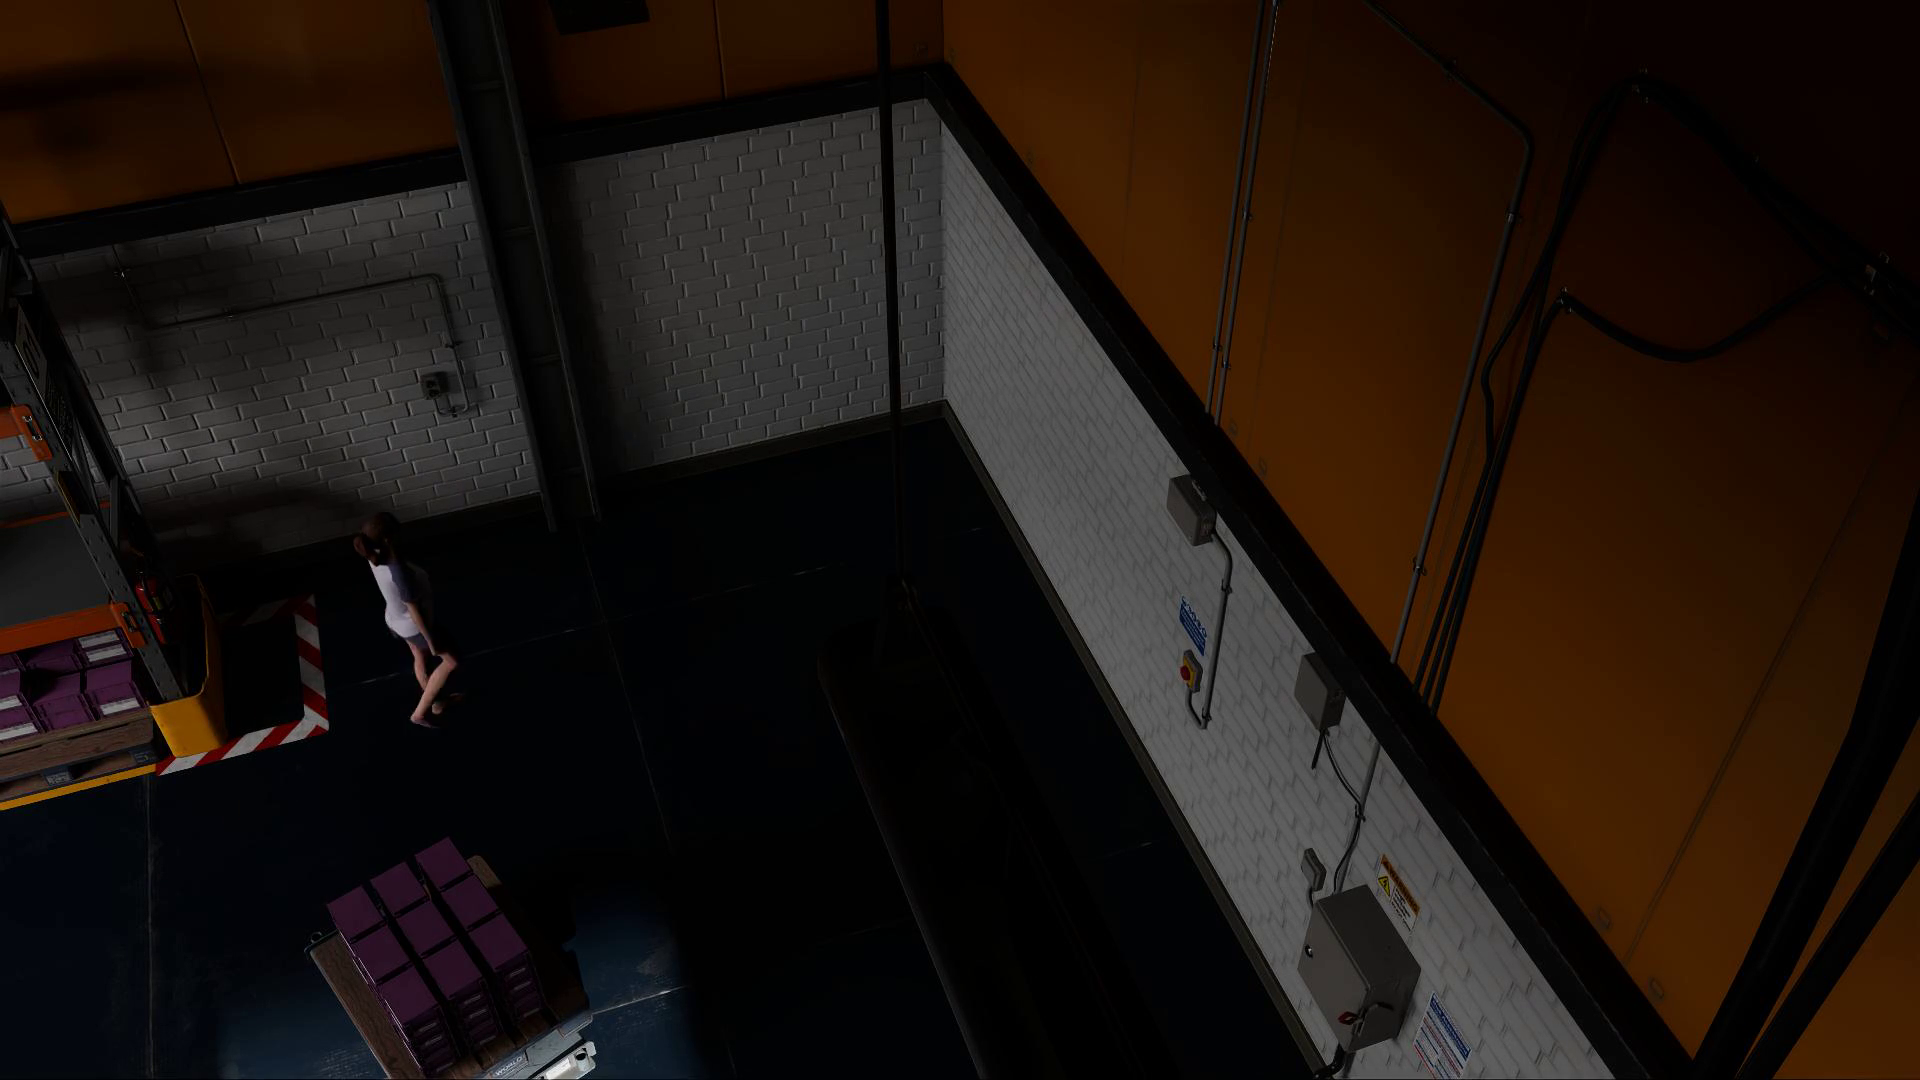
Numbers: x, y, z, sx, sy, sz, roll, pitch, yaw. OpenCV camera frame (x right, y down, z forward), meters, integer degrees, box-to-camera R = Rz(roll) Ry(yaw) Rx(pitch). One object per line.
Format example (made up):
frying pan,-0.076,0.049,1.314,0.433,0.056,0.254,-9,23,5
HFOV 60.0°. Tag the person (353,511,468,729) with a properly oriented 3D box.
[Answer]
person,-3.448,0.552,10.294,0.725,1.759,0.793,33,53,30
